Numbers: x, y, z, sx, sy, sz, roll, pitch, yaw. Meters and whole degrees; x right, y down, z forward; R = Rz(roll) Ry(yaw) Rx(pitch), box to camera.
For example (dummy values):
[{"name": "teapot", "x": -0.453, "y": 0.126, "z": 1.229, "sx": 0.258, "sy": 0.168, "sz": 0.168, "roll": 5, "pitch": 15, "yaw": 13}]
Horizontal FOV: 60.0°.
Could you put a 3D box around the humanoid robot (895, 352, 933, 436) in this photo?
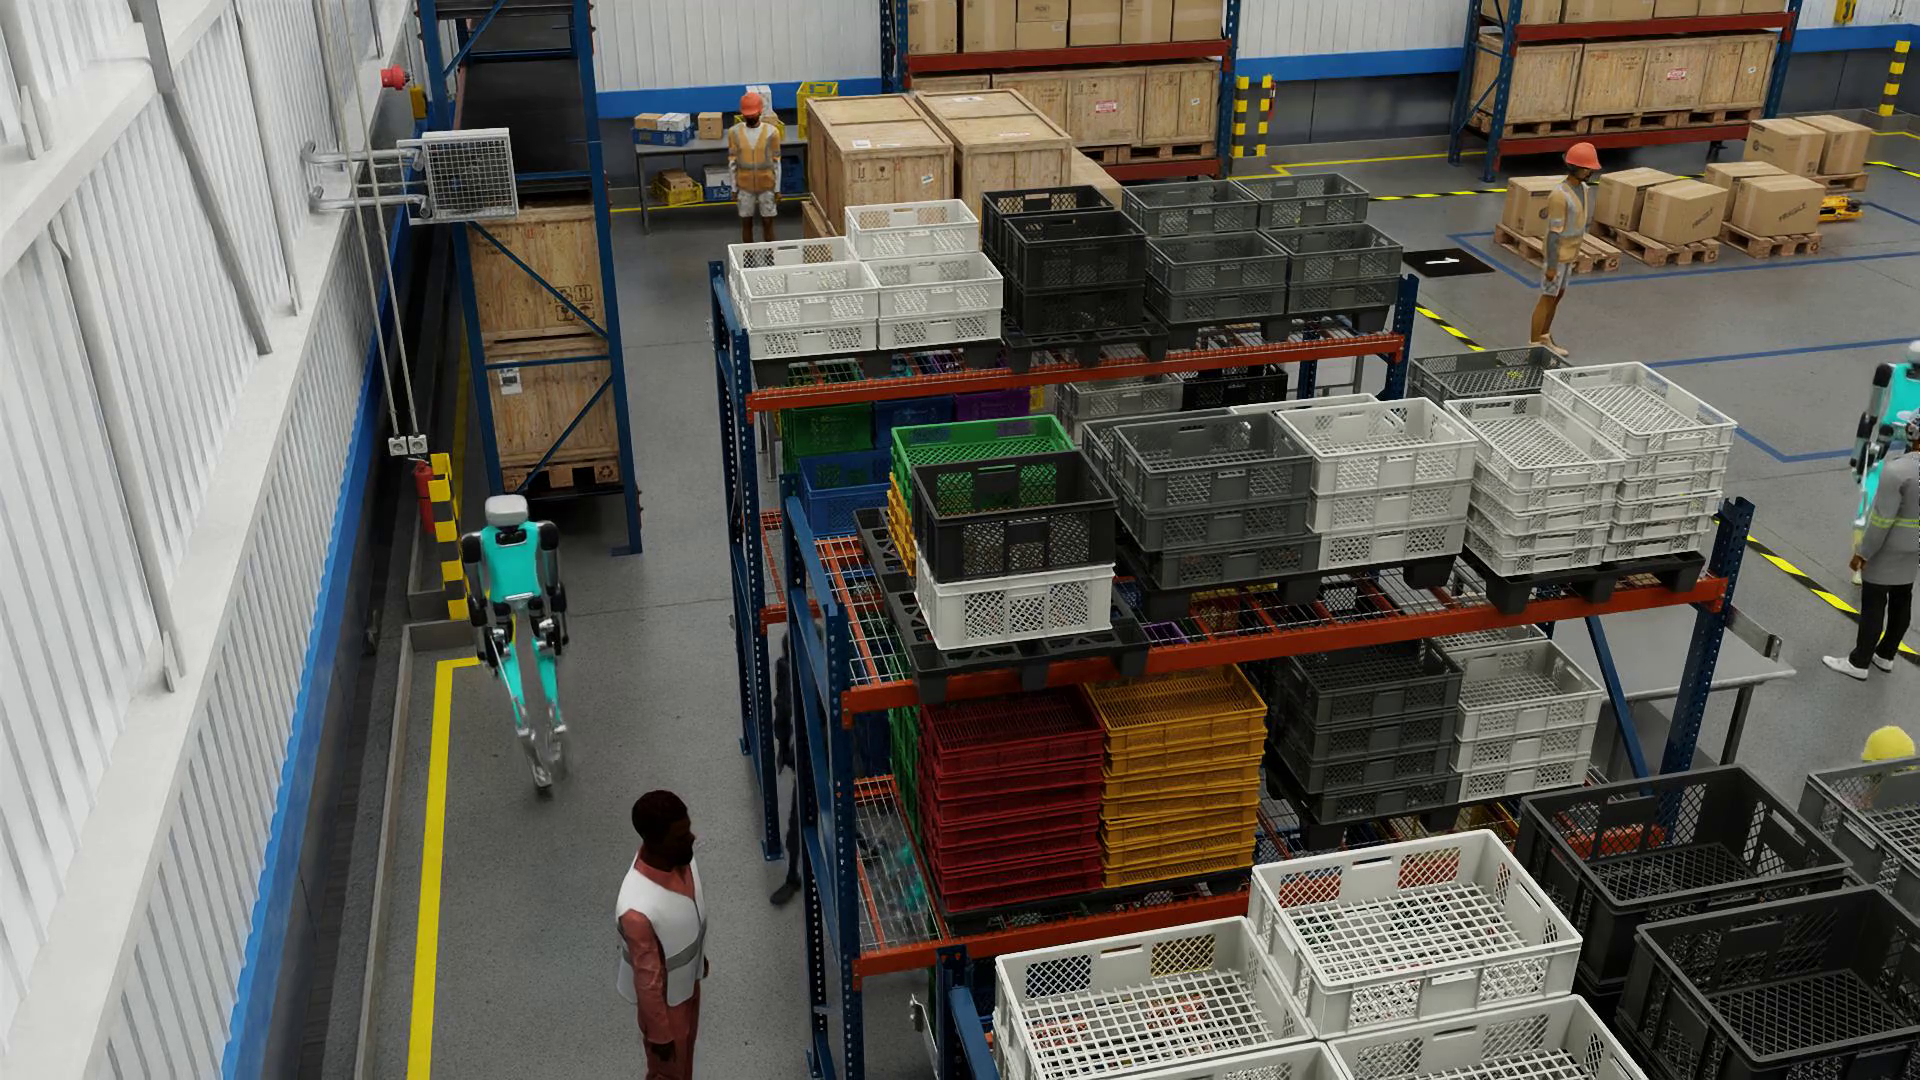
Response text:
[{"name": "humanoid robot", "x": -0.472, "y": -0.593, "z": 11.621, "sx": 1.041, "sy": 1.742, "sz": 0.549, "roll": -10, "pitch": 29, "yaw": -18}]

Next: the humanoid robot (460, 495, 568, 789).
[{"name": "humanoid robot", "x": -2.393, "y": 0.658, "z": 9.246, "sx": 0.545, "sy": 1.781, "sz": 0.900, "roll": -12, "pitch": 30, "yaw": -21}]

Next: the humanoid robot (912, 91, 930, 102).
[{"name": "humanoid robot", "x": -0.652, "y": -3.968, "z": 17.995, "sx": 1.025, "sy": 1.718, "sz": 0.550, "roll": -5, "pitch": 28, "yaw": -10}]

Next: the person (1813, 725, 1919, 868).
[{"name": "person", "x": 3.987, "y": 1.612, "z": 7.418, "sx": 0.548, "sy": 1.722, "sz": 0.707, "roll": 13, "pitch": 30, "yaw": 23}]

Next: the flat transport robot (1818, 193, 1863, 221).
[{"name": "flat transport robot", "x": 9.992, "y": -4.112, "z": 19.819, "sx": 0.652, "sy": 0.197, "sz": 1.431, "roll": -6, "pitch": 28, "yaw": -12}]

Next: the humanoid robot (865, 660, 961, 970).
[{"name": "humanoid robot", "x": -0.172, "y": 1.371, "z": 7.914, "sx": 0.736, "sy": 1.816, "sz": 0.545, "roll": -11, "pitch": 30, "yaw": -20}]

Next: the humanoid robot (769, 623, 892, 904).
[{"name": "humanoid robot", "x": -0.703, "y": 1.114, "z": 8.492, "sx": 0.590, "sy": 1.661, "sz": 0.706, "roll": 25, "pitch": 36, "yaw": 38}]

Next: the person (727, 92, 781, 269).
[{"name": "person", "x": -2.120, "y": -3.674, "z": 17.245, "sx": 0.547, "sy": 1.931, "sz": 0.433, "roll": -1, "pitch": 28, "yaw": -2}]

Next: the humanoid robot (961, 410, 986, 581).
[{"name": "humanoid robot", "x": 0.078, "y": -0.129, "z": 10.782, "sx": 0.343, "sy": 1.650, "sz": 0.602, "roll": -13, "pitch": 31, "yaw": -23}]

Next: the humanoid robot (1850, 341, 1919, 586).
[{"name": "humanoid robot", "x": 6.354, "y": -0.461, "z": 11.342, "sx": 0.543, "sy": 1.731, "sz": 1.033, "roll": 15, "pitch": 31, "yaw": 26}]

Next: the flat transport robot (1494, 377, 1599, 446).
[{"name": "flat transport robot", "x": 4.780, "y": -1.036, "z": 14.013, "sx": 0.659, "sy": 0.231, "sz": 1.431, "roll": -6, "pitch": 28, "yaw": -12}]

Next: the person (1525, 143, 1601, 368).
[{"name": "person", "x": 5.461, "y": -2.577, "z": 15.036, "sx": 0.375, "sy": 2.041, "sz": 0.613, "roll": 19, "pitch": 33, "yaw": 32}]

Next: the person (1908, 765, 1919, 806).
[{"name": "person", "x": 4.624, "y": 1.395, "z": 7.708, "sx": 0.346, "sy": 1.846, "sz": 0.505, "roll": -21, "pitch": 34, "yaw": -34}]

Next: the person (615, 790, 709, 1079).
[{"name": "person", "x": -1.188, "y": 1.825, "z": 6.815, "sx": 0.391, "sy": 1.920, "sz": 0.587, "roll": 3, "pitch": 28, "yaw": 5}]

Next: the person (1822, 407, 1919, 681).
[{"name": "person", "x": 5.798, "y": 0.025, "z": 10.323, "sx": 0.589, "sy": 1.864, "sz": 0.425, "roll": -10, "pitch": 29, "yaw": -19}]
